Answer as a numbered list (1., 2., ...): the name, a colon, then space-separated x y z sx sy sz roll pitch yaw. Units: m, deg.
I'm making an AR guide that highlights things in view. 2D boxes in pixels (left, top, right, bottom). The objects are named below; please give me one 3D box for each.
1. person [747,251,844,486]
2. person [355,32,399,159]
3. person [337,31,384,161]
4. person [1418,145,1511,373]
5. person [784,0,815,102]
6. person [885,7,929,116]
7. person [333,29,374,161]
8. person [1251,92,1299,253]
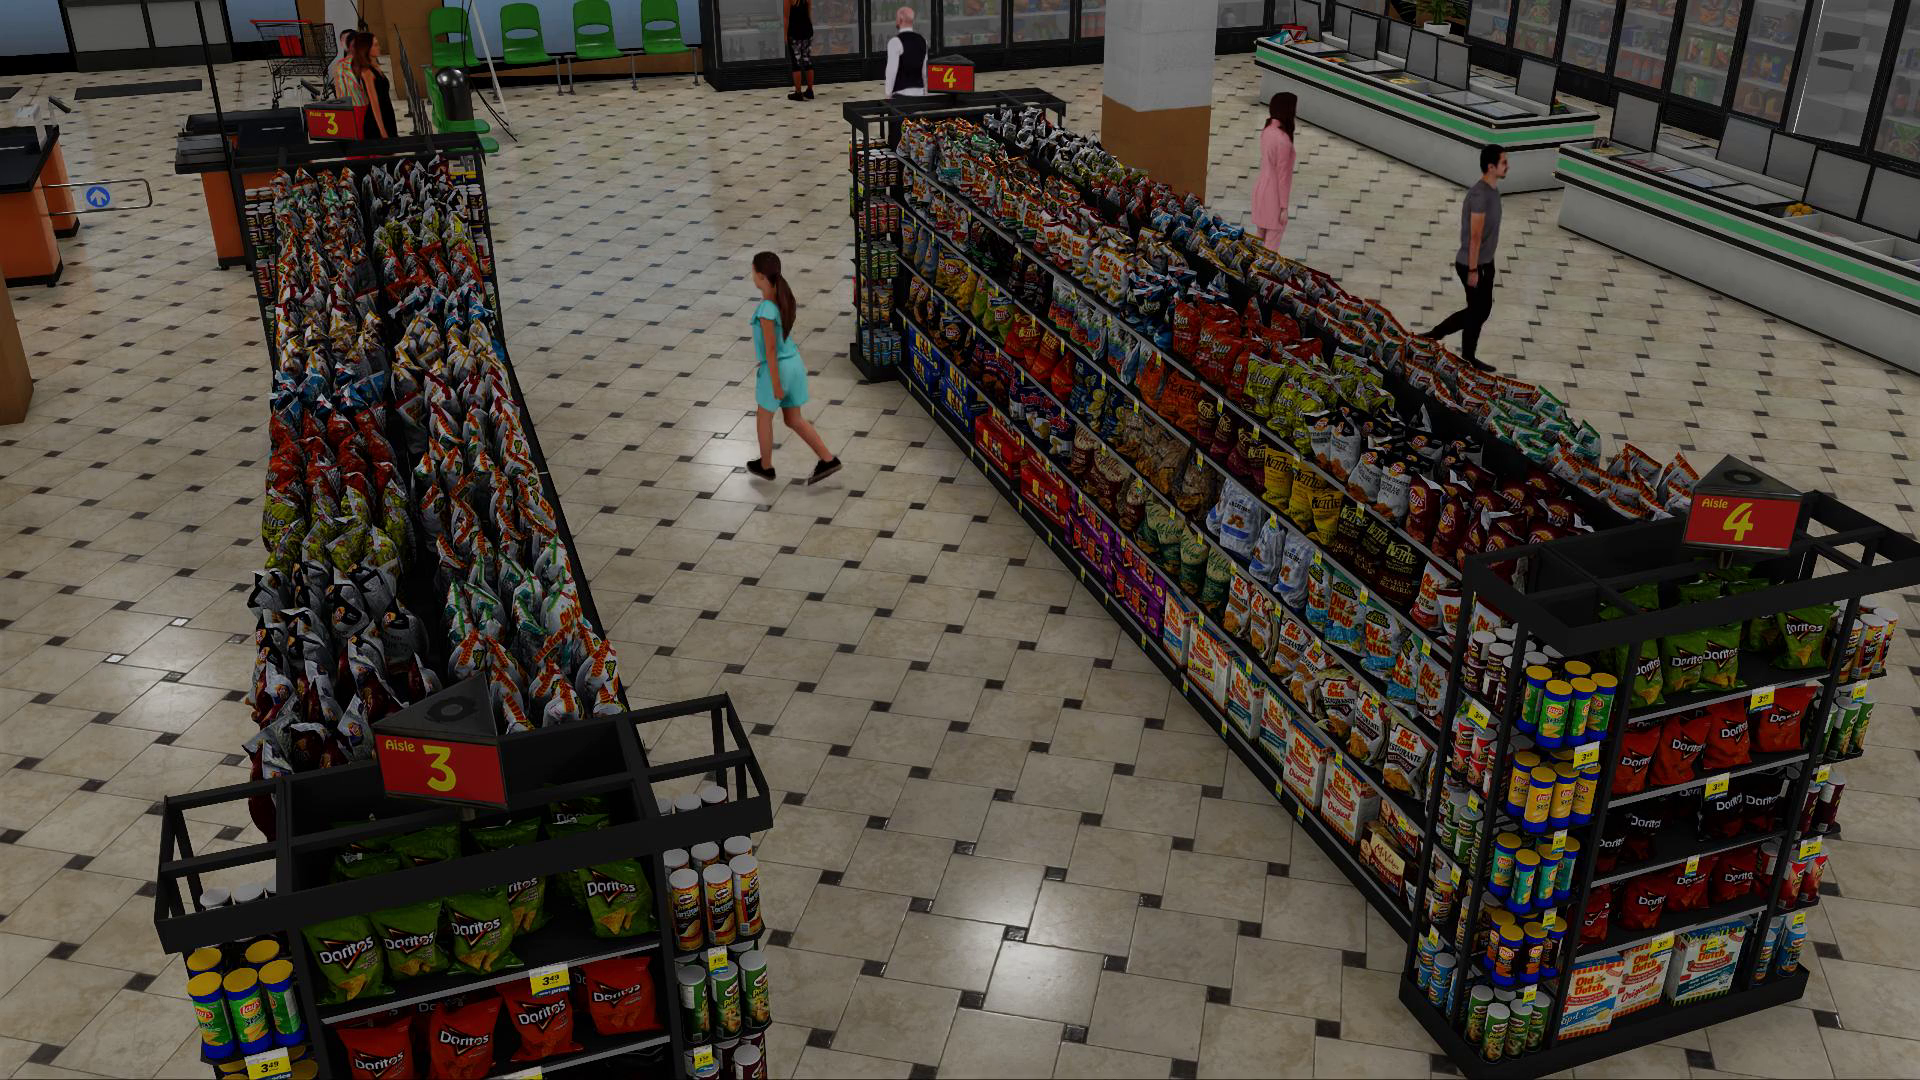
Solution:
1. person: -1.090 -1.059 10.654 0.983 1.526 0.894 11 29 20
2. person: -5.564 -3.929 15.973 0.674 1.834 0.511 -5 27 -10
3. person: -5.803 -4.060 16.275 0.607 1.794 0.532 -8 28 -15
4. person: 3.782 -2.074 12.420 0.964 1.740 0.902 12 29 22
5. person: -2.034 -6.449 21.133 0.634 1.662 0.620 -21 34 -36
6. person: -0.506 -4.571 17.282 1.265 1.796 1.070 20 33 35
7. person: -6.023 -4.254 16.732 0.636 1.727 0.598 -13 30 -24
8. person: 2.569 -2.805 13.795 0.674 1.800 0.485 -7 28 -13
